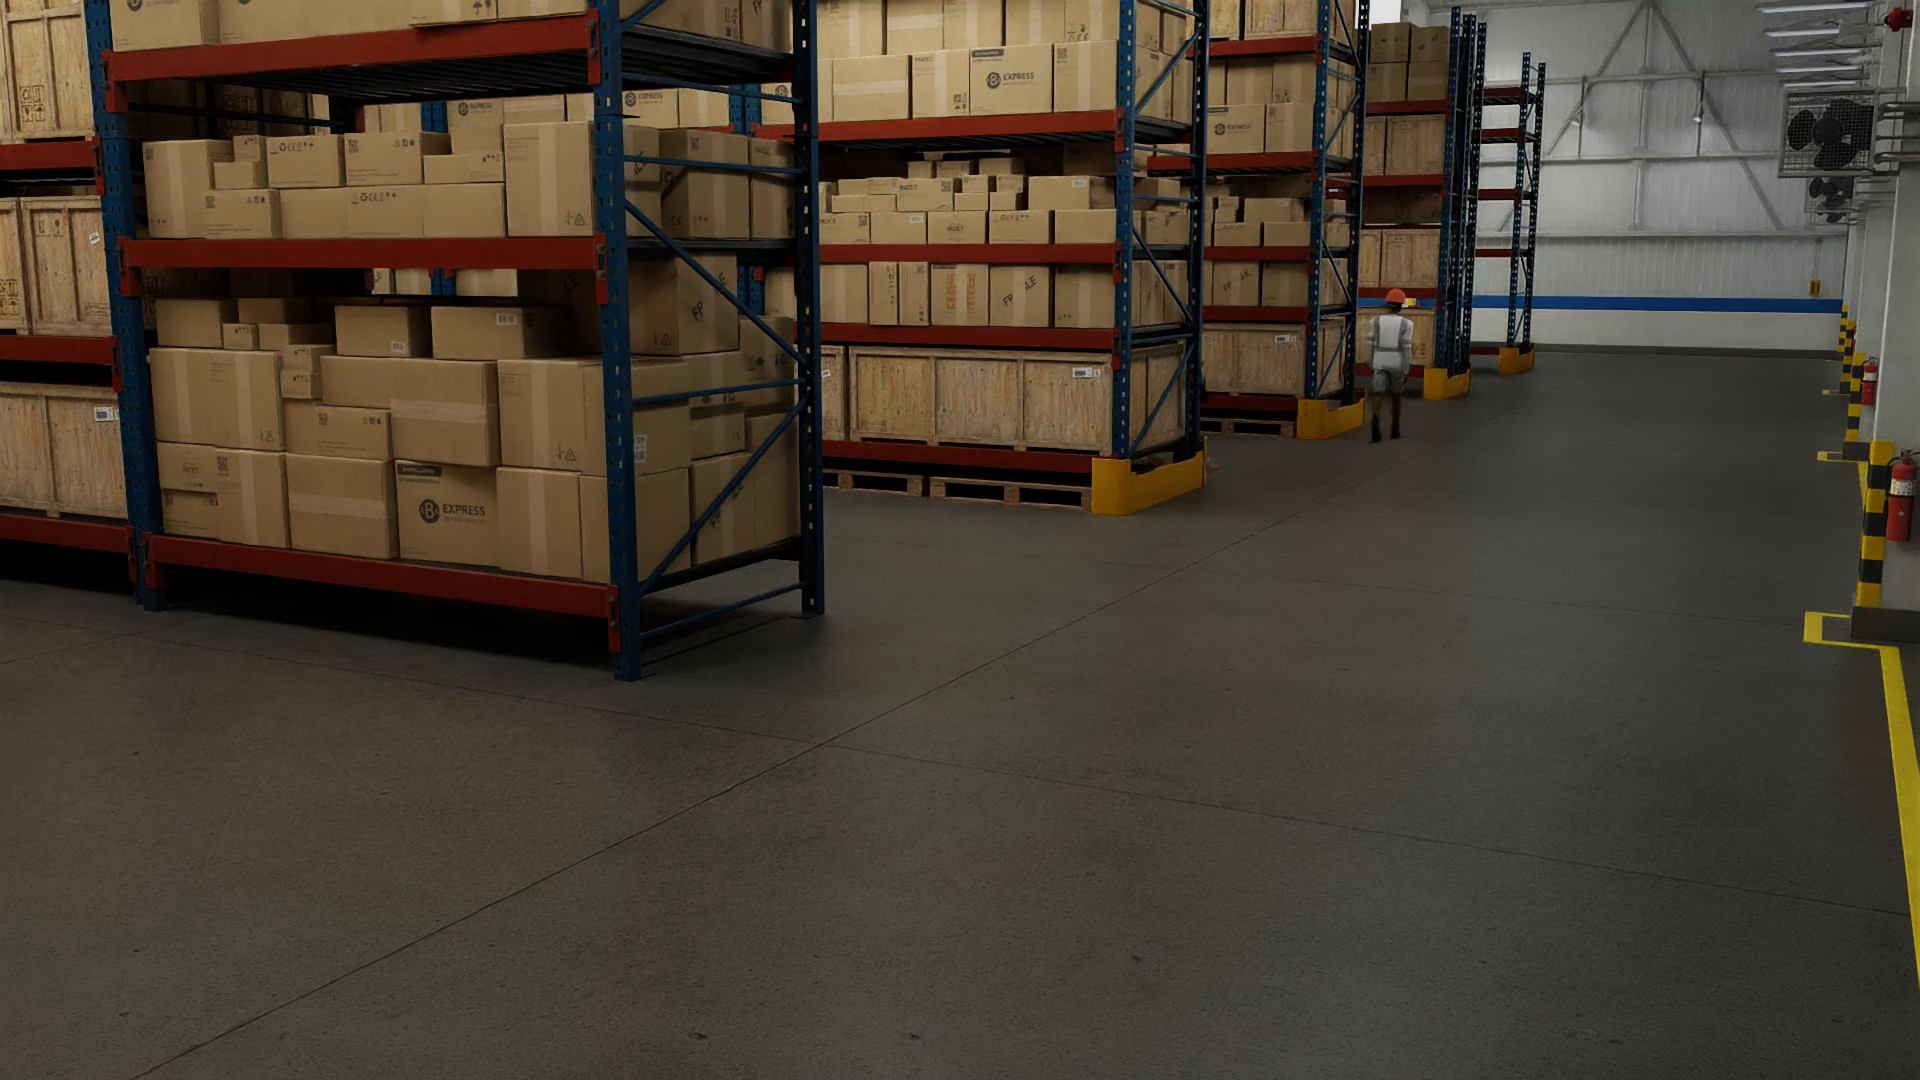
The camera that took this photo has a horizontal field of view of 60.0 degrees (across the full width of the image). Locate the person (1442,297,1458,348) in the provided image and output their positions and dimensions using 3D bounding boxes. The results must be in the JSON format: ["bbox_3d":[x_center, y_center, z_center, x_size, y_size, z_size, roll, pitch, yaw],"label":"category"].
[{"bbox_3d":[8.621,-3.571,29.512,0.310,1.640,0.514,-5,11,-26],"label":"person"}]

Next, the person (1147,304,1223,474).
[{"bbox_3d":[2.393,-1.625,17.807,0.953,1.795,0.646,7,12,34],"label":"person"}]

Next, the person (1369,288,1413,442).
[{"bbox_3d":[5.320,-2.169,20.639,0.544,1.909,0.861,4,11,22],"label":"person"}]
